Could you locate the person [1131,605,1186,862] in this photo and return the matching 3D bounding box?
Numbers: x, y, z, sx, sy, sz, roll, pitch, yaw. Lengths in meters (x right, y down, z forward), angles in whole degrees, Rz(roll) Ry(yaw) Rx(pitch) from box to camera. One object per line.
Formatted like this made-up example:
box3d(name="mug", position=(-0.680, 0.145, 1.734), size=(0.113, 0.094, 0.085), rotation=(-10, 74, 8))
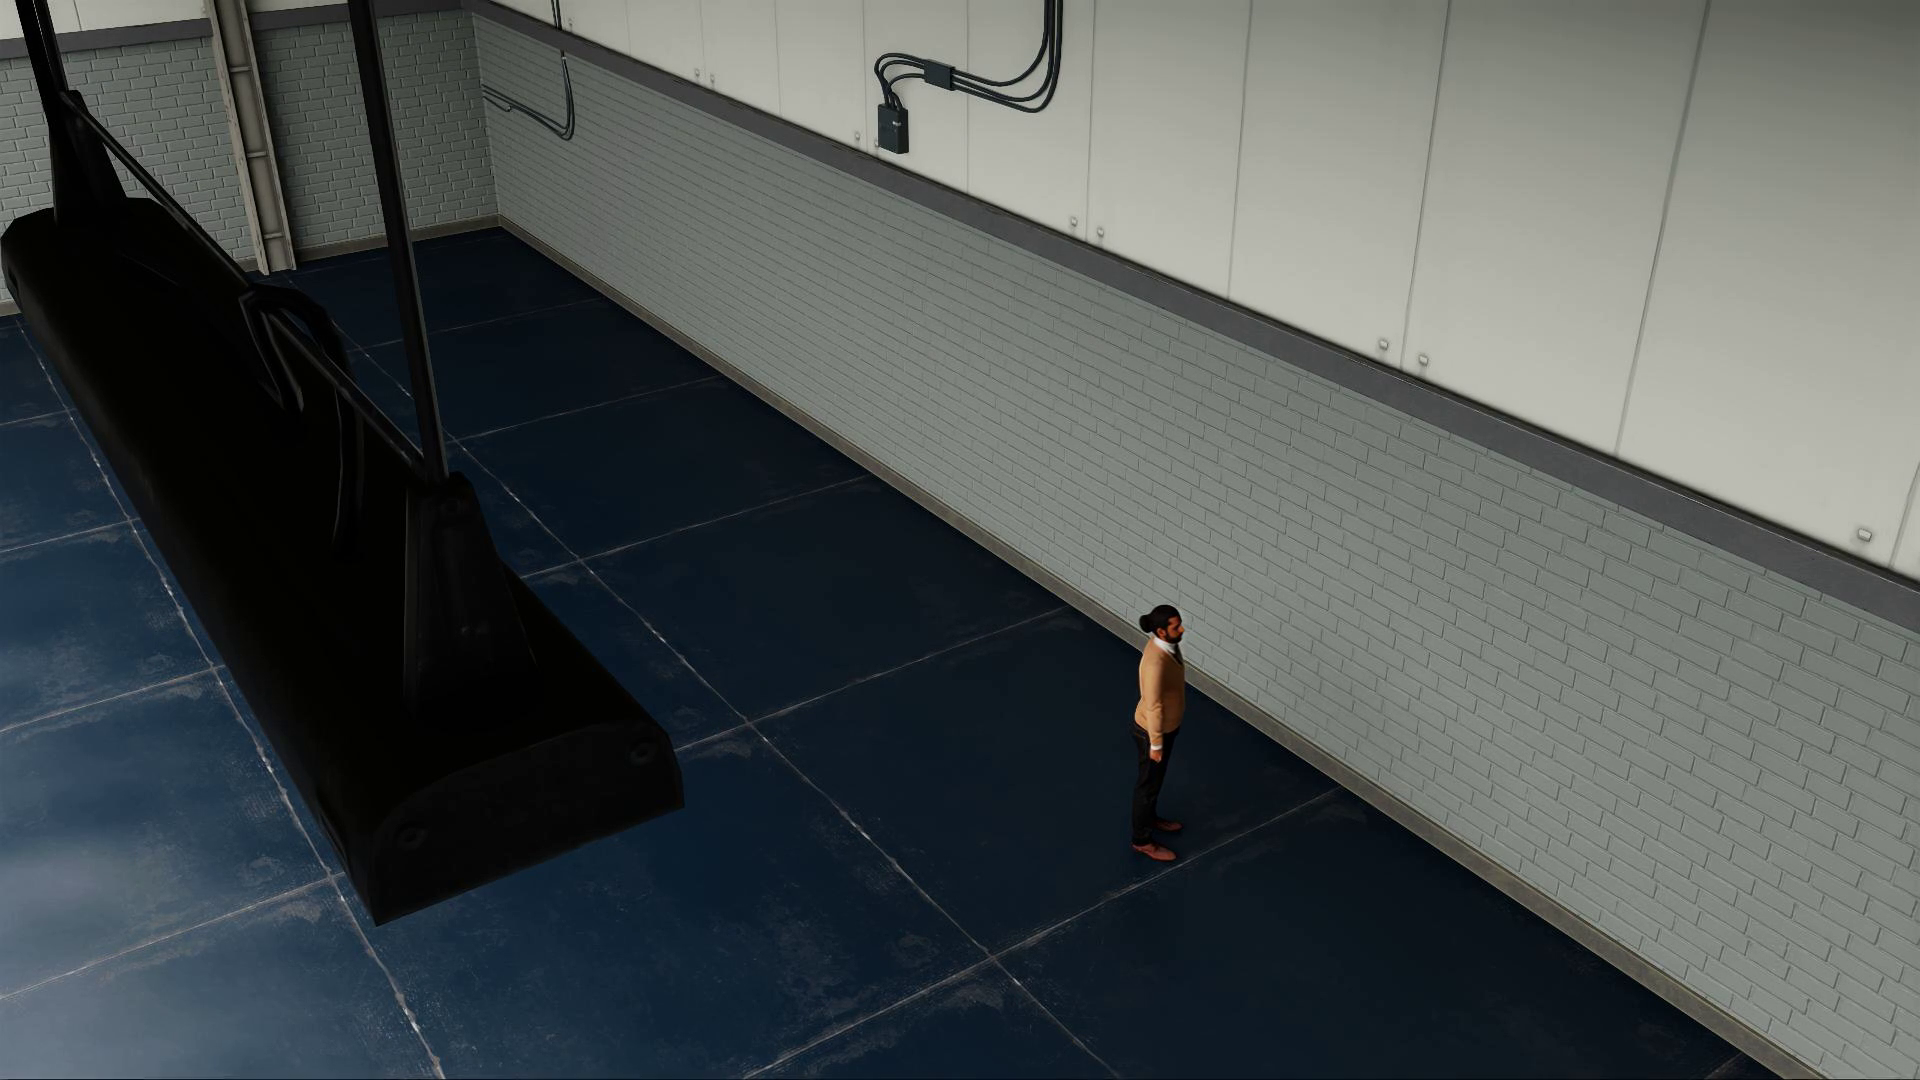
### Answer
box3d(name="person", position=(1.243, 1.177, 10.460), size=(0.815, 1.754, 0.739), rotation=(7, 29, 13))
